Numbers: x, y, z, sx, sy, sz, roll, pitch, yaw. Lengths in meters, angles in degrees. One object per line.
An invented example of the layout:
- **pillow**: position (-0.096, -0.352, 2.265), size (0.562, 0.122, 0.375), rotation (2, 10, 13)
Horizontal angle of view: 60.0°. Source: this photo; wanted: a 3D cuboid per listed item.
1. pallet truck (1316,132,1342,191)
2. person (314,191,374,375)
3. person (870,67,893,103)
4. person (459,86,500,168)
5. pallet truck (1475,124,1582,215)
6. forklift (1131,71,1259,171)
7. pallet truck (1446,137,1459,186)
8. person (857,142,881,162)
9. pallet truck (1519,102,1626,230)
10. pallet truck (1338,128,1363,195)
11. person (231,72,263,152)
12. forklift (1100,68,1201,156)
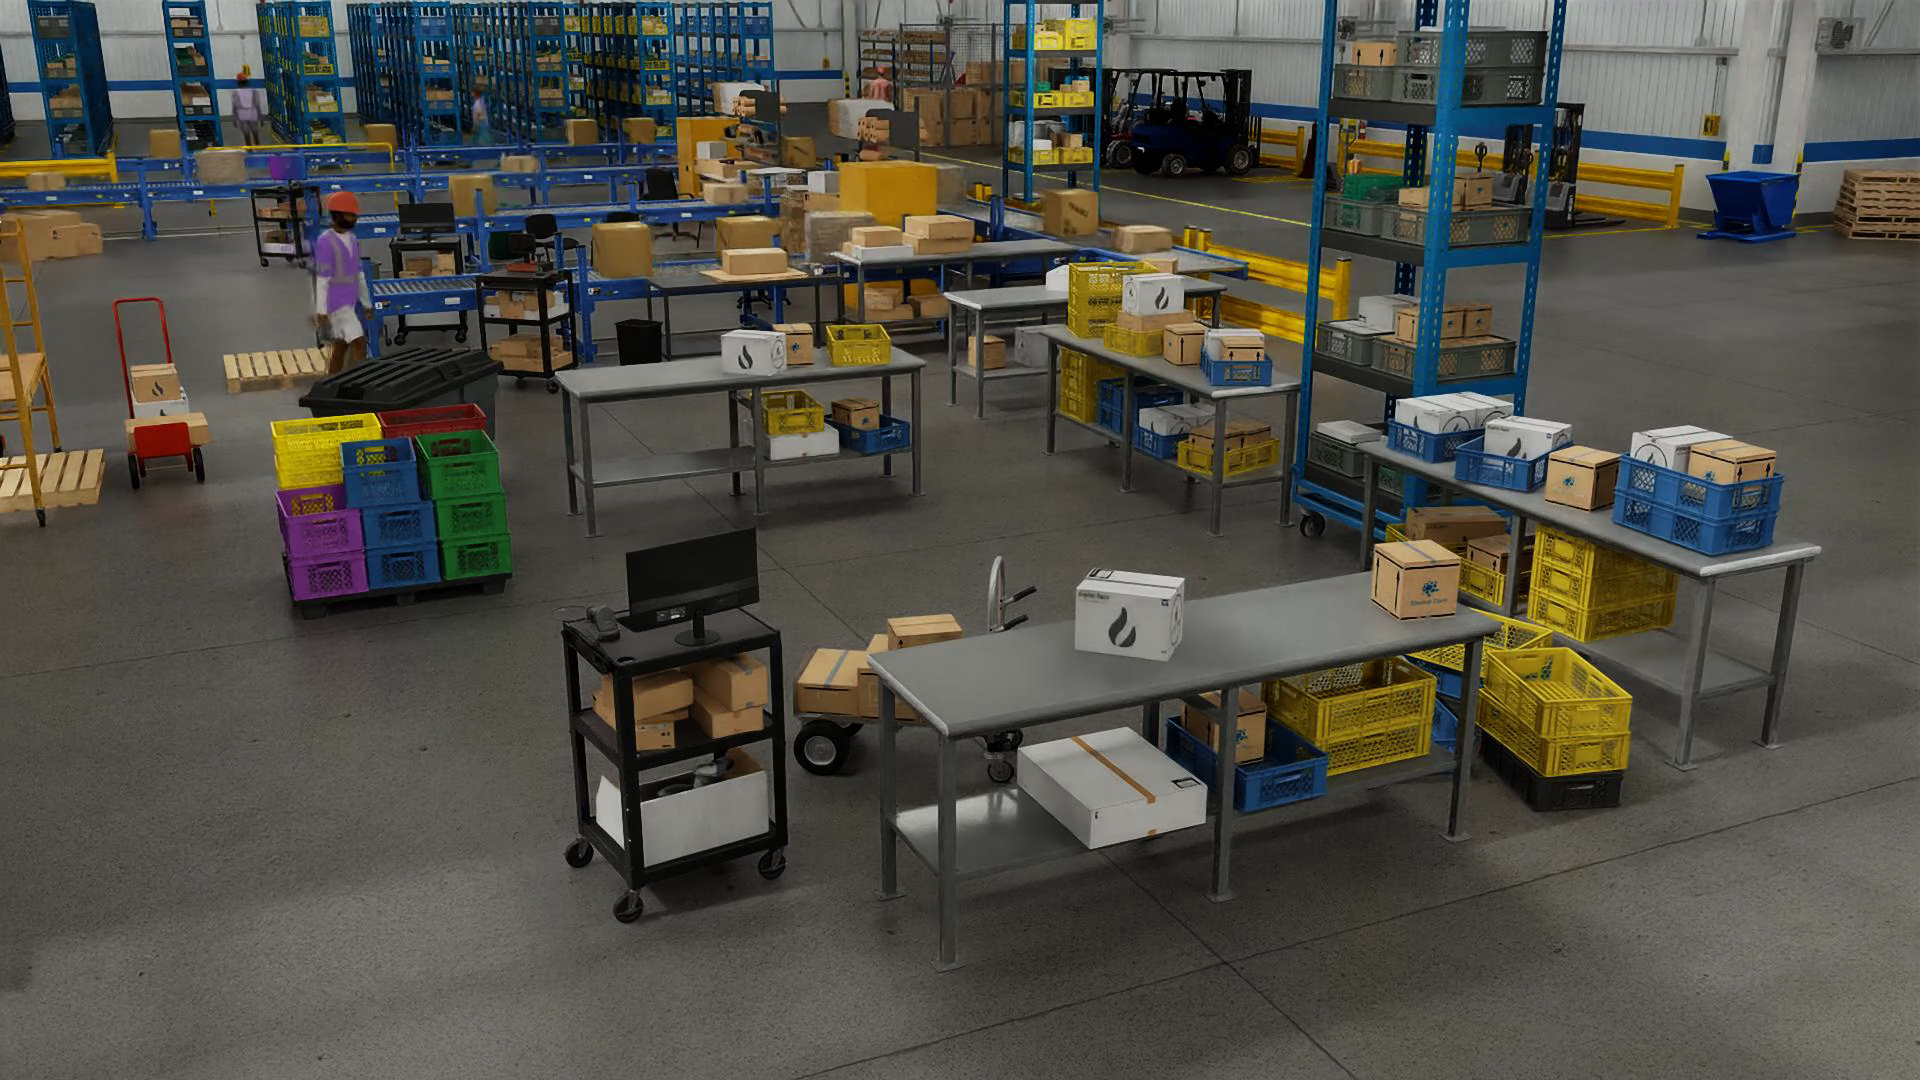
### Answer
- **pallet truck**: position (7.723, -7.504, 32.656), size (1.601, 1.201, 0.680), rotation (-8, 19, -23)
- **person**: position (-5.221, -2.038, 14.340), size (0.806, 1.901, 0.569), rotation (1, 18, 3)
- **person**: position (-2.147, -11.839, 45.184), size (0.588, 1.936, 1.070), rotation (8, 19, 23)
- **person**: position (-10.678, -9.184, 37.038), size (0.998, 1.801, 0.573), rotation (-8, 19, -24)
- **pallet truck**: position (9.707, -6.455, 28.103), size (1.885, 1.965, 0.823), rotation (-7, 19, -20)
- **forklift**: position (4.998, -8.936, 35.413), size (2.680, 1.987, 1.157), rotation (-9, 20, -25)
- **pallet truck**: position (9.184, -6.485, 29.328), size (1.630, 1.274, 0.653), rotation (-8, 19, -23)
- **person**: position (-1.719, -7.761, 32.642), size (0.875, 1.729, 0.521), rotation (10, 20, 29)
- **pallet truck**: position (9.972, -6.037, 26.785), size (1.885, 1.965, 0.823), rotation (-9, 20, -25)
- **pallet truck**: position (7.845, -7.140, 31.411), size (1.522, 1.261, 0.704), rotation (-9, 20, -25)
- **person**: position (-16.543, -9.796, 38.580), size (0.631, 2.020, 0.666), rotation (-10, 20, -28)
- **forklift**: position (4.082, -9.564, 37.410), size (2.680, 1.987, 1.157), rotation (-8, 19, -23)
